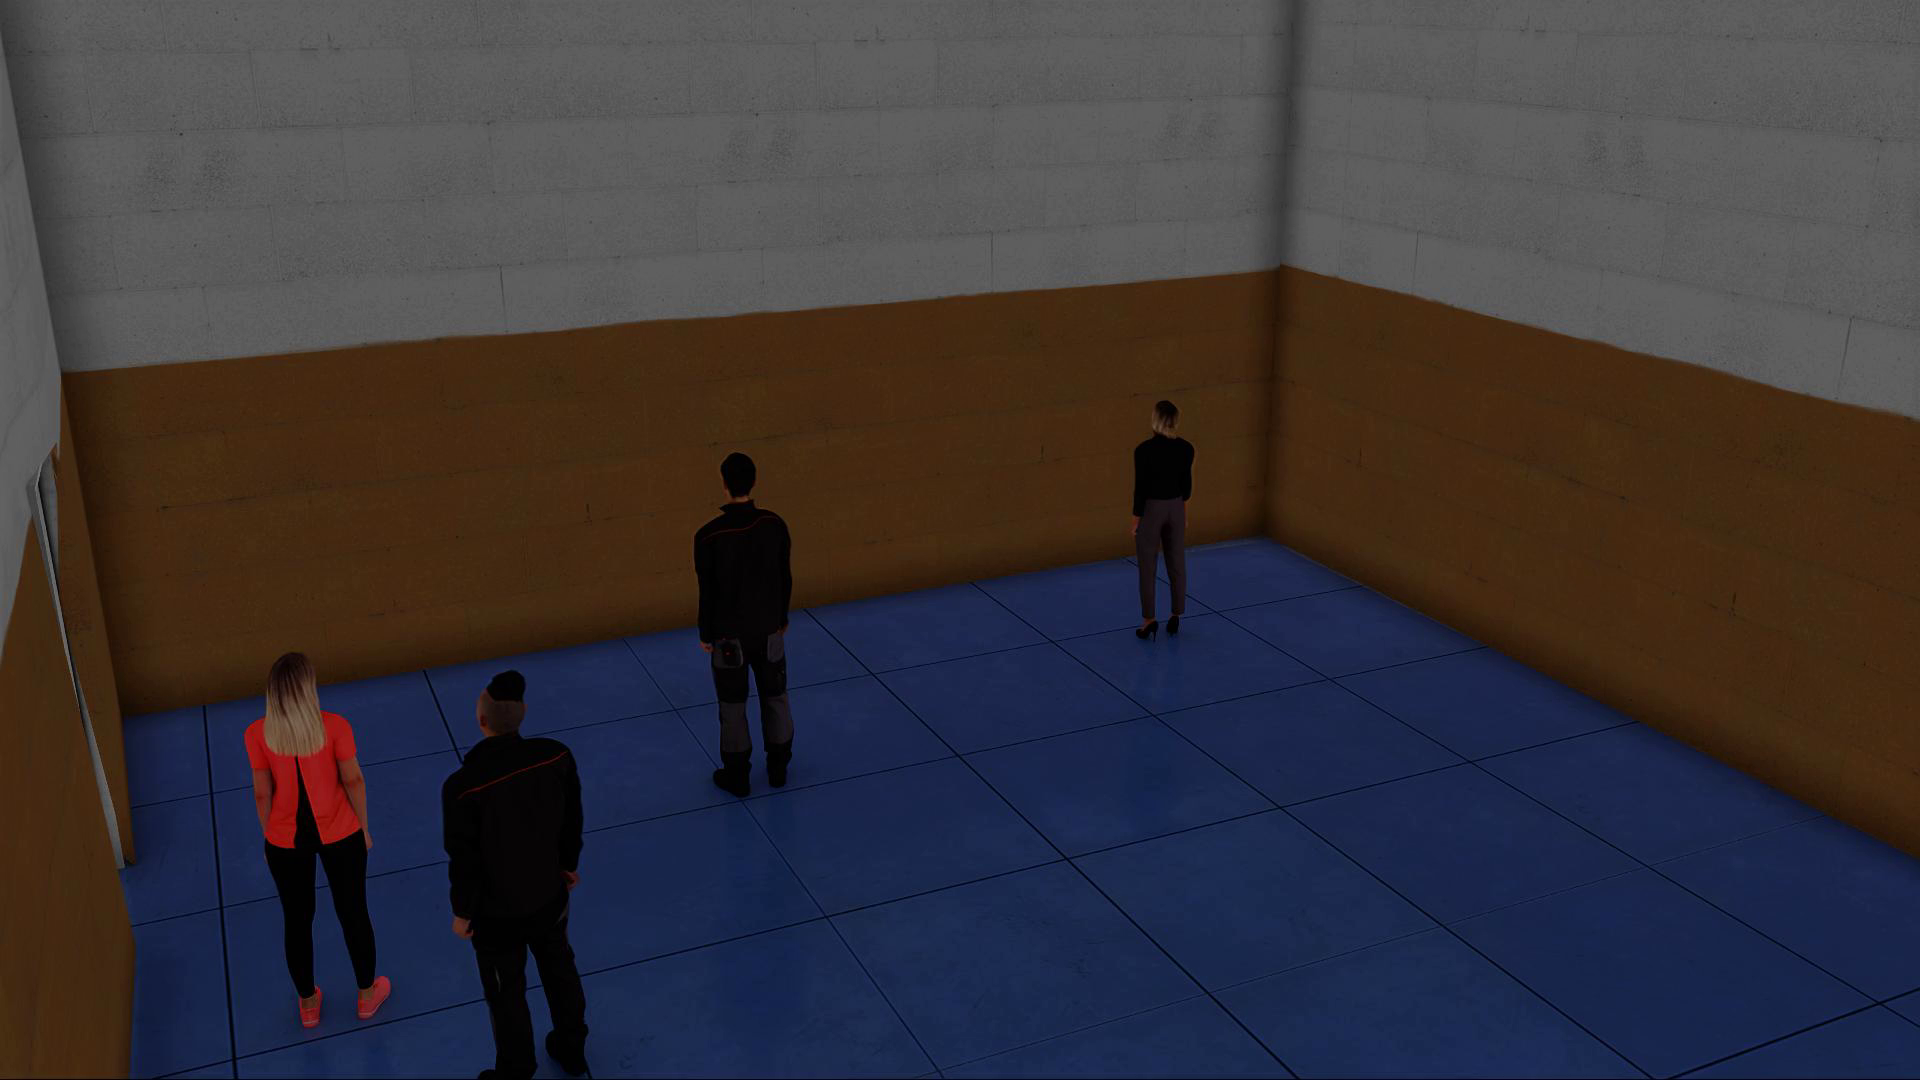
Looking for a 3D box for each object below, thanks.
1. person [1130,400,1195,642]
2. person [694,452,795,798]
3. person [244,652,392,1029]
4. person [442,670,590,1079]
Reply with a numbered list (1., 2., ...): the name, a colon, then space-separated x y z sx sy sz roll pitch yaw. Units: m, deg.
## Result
1. person: 1.364 -0.129 11.290 0.491 1.671 0.668 -7 20 -20
2. person: -1.170 0.458 9.118 0.522 1.946 0.758 -10 21 -26
3. person: -2.755 1.274 7.093 0.542 1.693 0.702 -4 19 -11
4. person: -1.741 1.354 6.560 0.903 1.859 0.712 17 25 40
